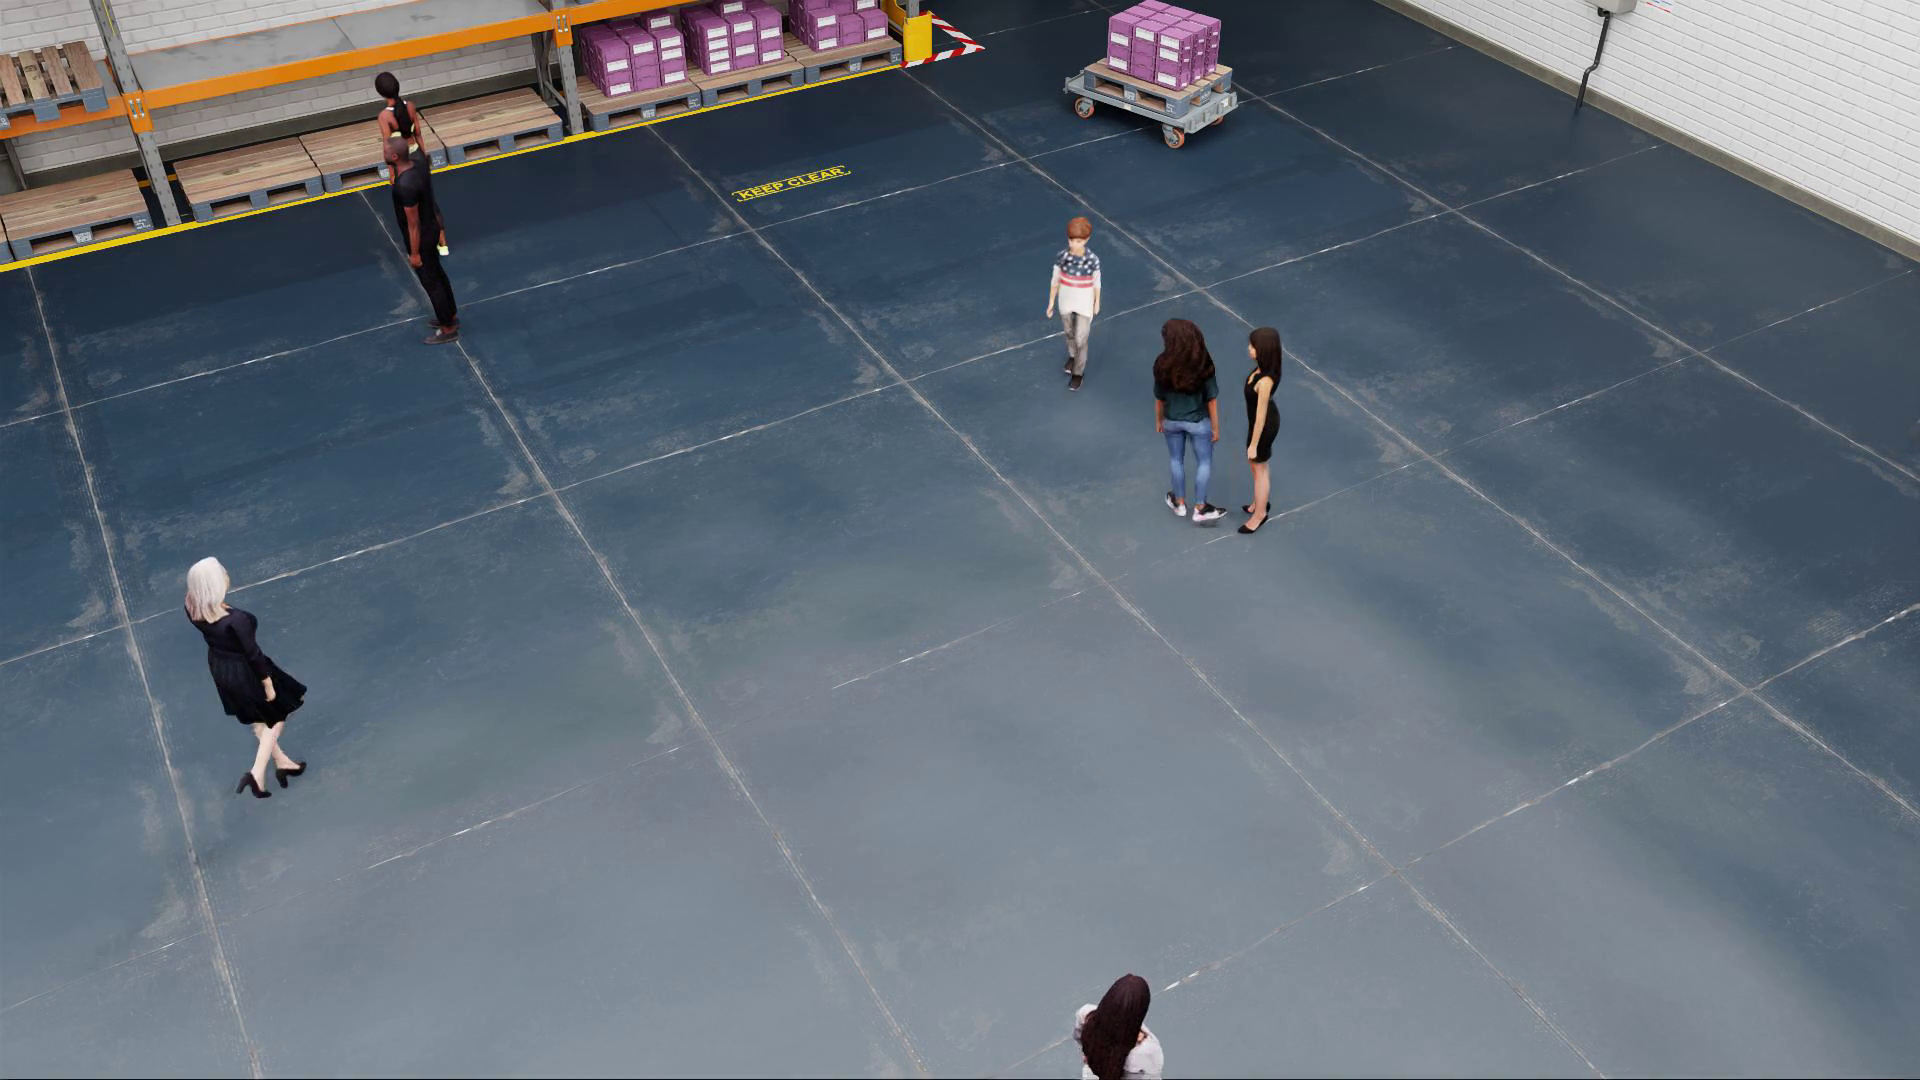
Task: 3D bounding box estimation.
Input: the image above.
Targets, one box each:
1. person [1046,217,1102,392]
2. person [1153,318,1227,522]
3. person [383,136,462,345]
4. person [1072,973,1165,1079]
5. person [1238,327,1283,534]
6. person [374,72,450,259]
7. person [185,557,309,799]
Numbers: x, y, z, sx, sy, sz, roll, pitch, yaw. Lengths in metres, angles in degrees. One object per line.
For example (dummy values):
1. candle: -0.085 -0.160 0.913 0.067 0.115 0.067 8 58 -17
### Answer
1. person: 0.951 -1.959 13.326 0.771 1.418 0.865 16 41 19
2. person: 1.623 -0.836 11.779 0.843 1.593 0.911 16 41 19
3. person: -4.408 -2.464 13.636 0.698 1.818 0.738 -4 39 -4
4. person: 0.644 2.593 7.484 0.899 1.593 1.104 23 44 26
5. person: 2.131 -0.773 11.658 0.747 1.645 0.687 7 39 9
6. person: -4.856 -3.283 14.713 0.693 1.754 0.566 26 45 29
7. person: -4.164 0.851 9.553 0.823 1.735 0.908 15 41 18
